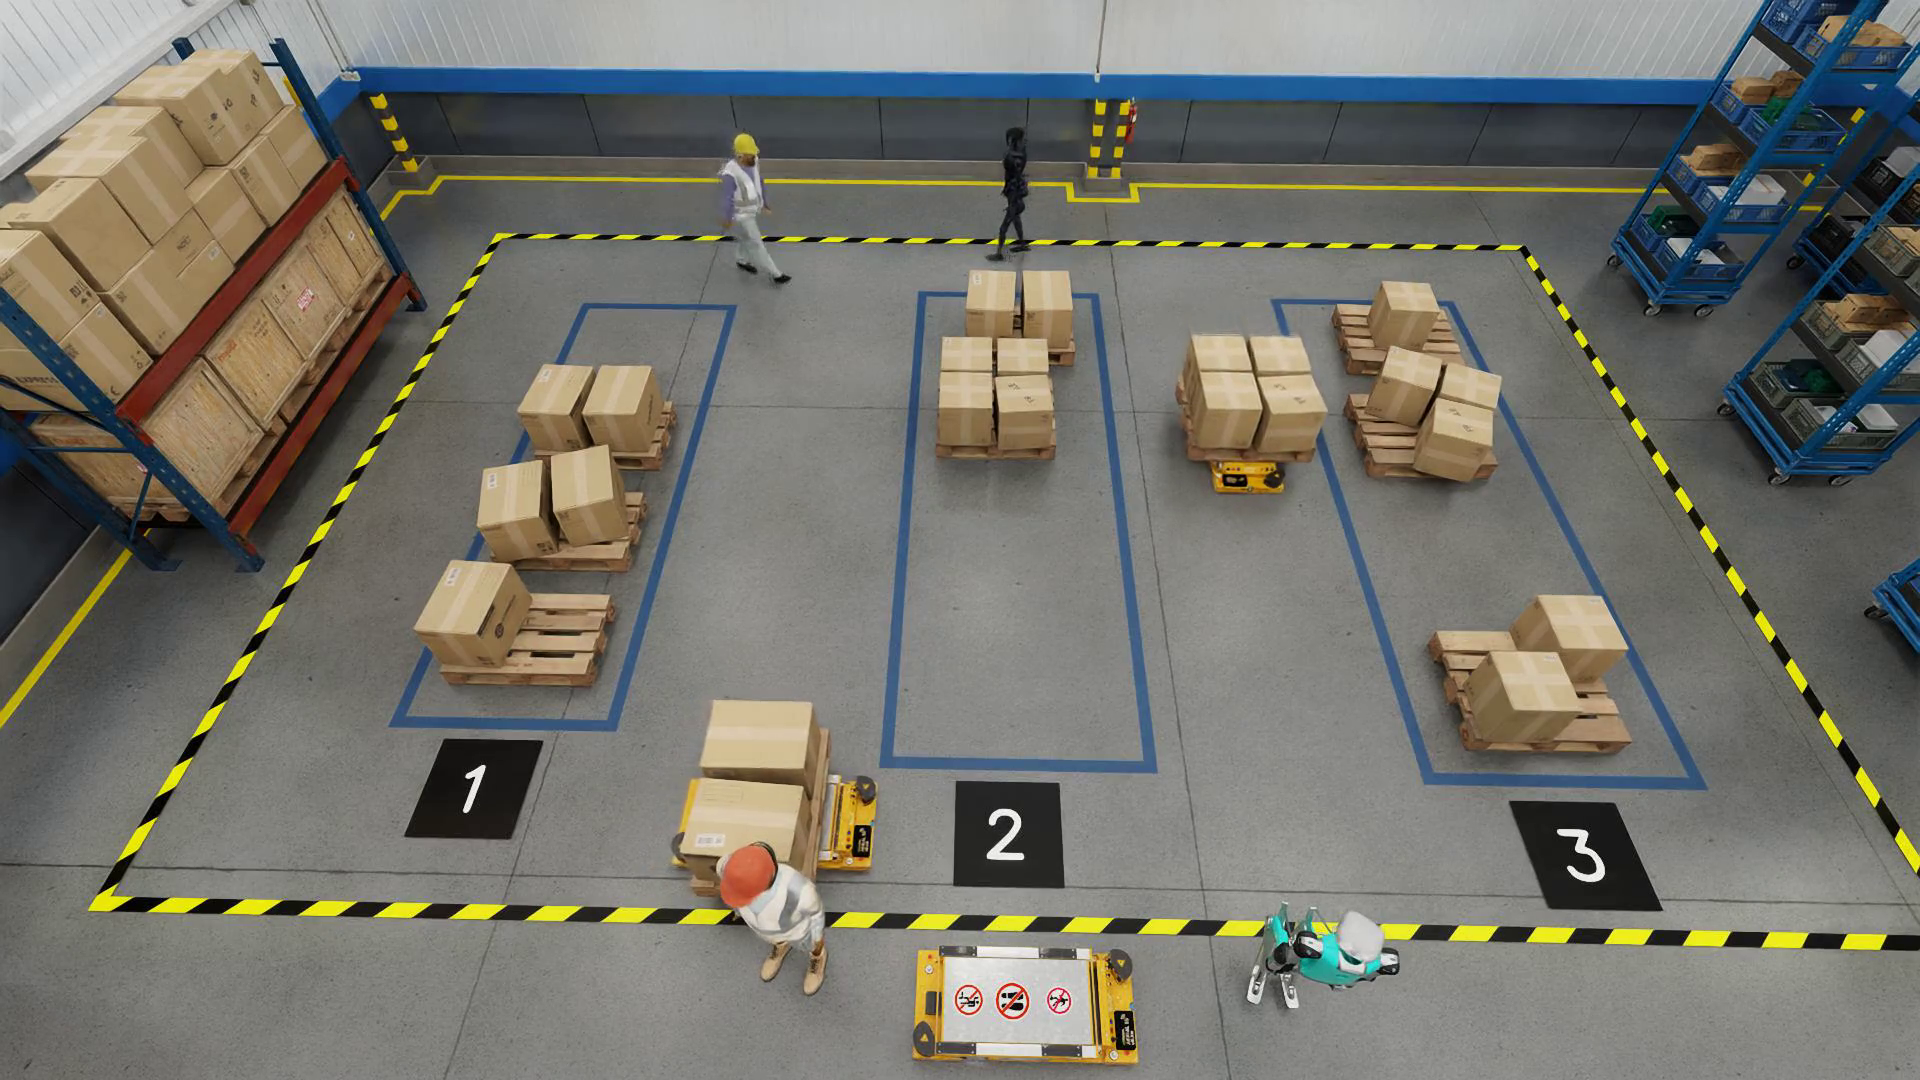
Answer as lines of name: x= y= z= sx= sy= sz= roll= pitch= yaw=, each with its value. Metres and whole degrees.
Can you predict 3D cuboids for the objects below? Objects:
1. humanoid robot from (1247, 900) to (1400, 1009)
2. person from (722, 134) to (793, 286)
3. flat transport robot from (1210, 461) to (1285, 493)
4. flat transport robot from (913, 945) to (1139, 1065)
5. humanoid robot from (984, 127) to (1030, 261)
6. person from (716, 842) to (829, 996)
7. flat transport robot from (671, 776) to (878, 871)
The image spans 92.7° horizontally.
humanoid robot: x=2.113 y=2.389 z=5.504 sx=0.533 sy=1.677 sz=0.735 roll=9 pitch=51 yaw=7
person: x=-2.368 y=-3.816 z=10.616 sx=0.954 sy=1.774 sz=0.614 roll=16 pitch=53 yaw=13
flat transport robot: x=2.839 y=-1.071 z=9.341 sx=0.652 sy=0.197 sz=1.431 roll=1 pitch=51 yaw=1
flat transport robot: x=0.422 y=3.041 z=6.007 sx=1.431 sy=0.231 sz=0.659 roll=1 pitch=51 yaw=1
humanoid robot: x=0.585 y=-4.141 z=10.962 sx=0.646 sy=1.633 sz=0.583 roll=-7 pitch=51 yaw=-6
person: x=-1.102 y=2.283 z=5.482 sx=0.615 sy=2.039 sz=0.379 roll=15 pitch=52 yaw=12
flat transport robot: x=-1.350 y=2.073 z=6.778 sx=1.431 sy=0.197 sz=0.652 roll=1 pitch=51 yaw=1
